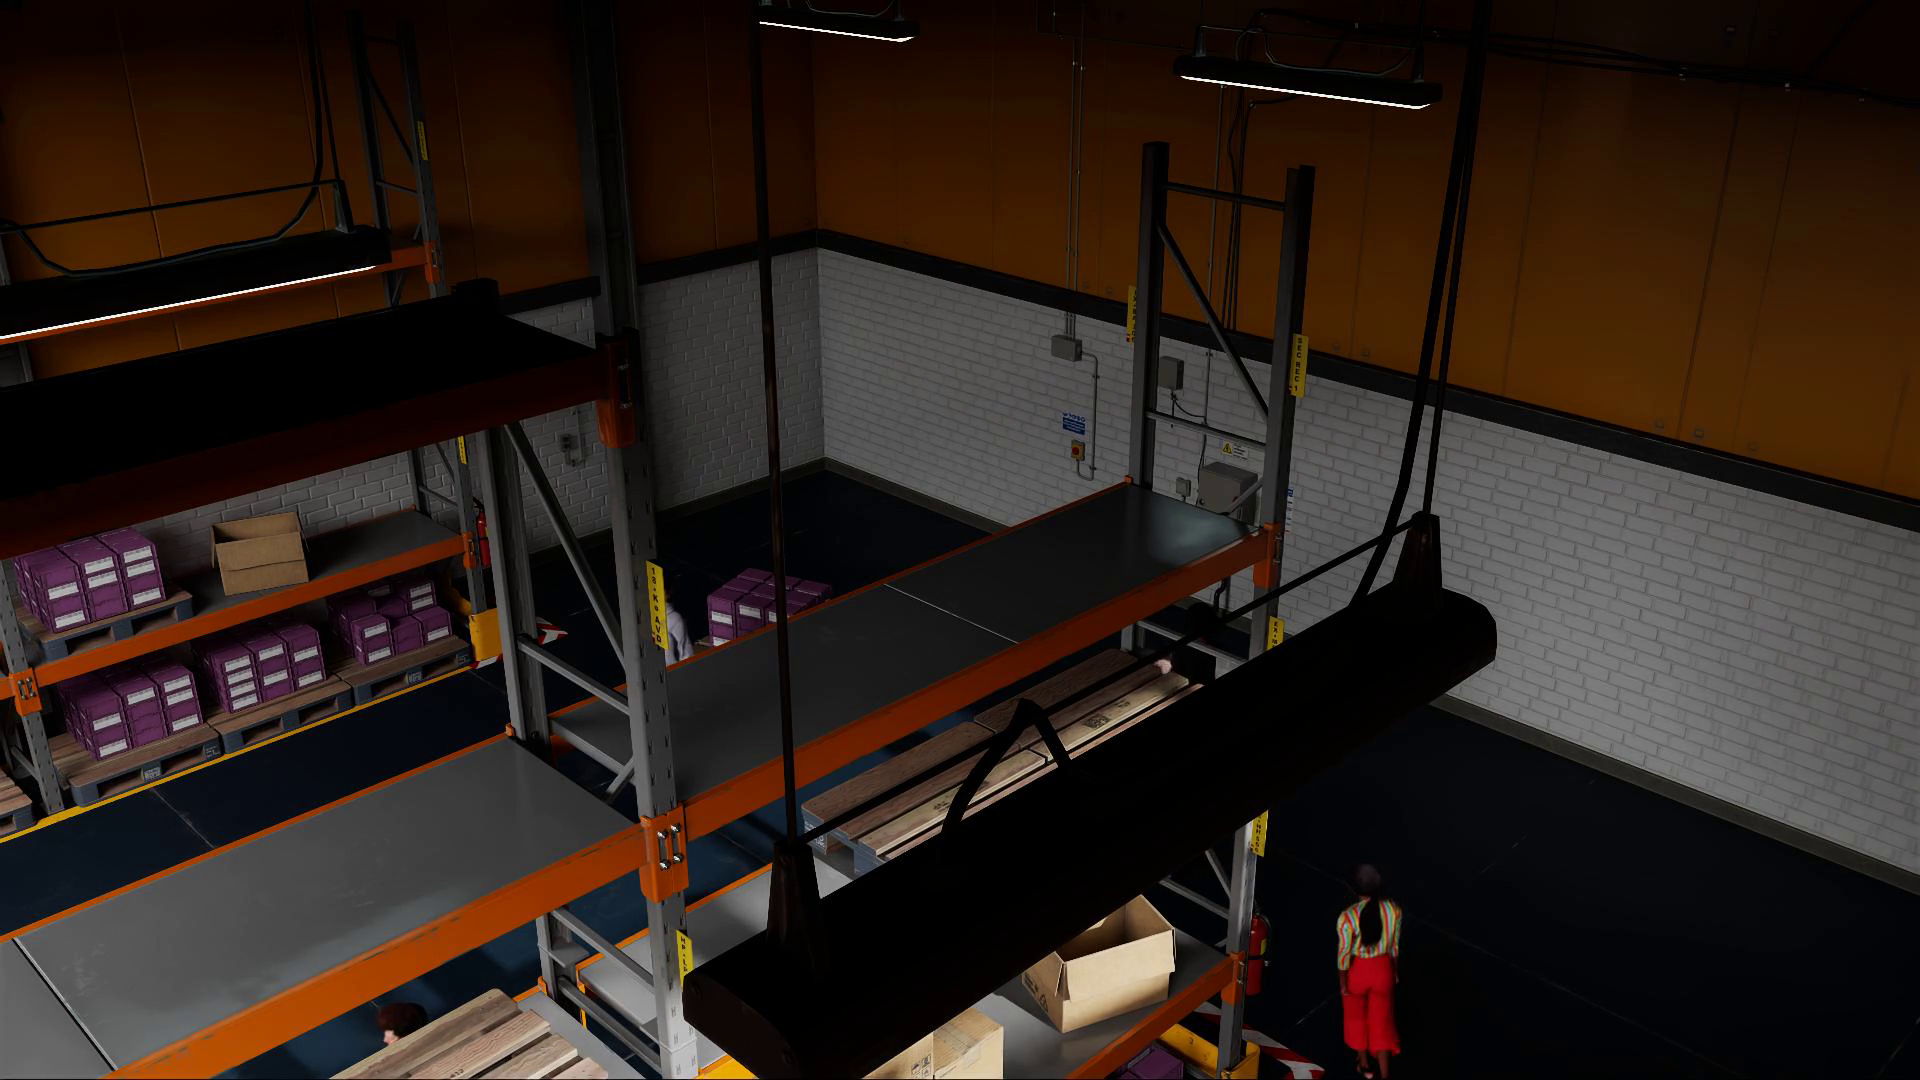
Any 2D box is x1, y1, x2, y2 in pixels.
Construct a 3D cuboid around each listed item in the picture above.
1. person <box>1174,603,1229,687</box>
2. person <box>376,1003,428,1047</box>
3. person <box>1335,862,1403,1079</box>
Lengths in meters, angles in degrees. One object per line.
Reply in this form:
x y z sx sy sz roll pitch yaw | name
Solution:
1.963 1.346 13.644 0.687 1.781 0.781 -4 24 -10 | person
-2.876 3.283 9.090 0.711 1.879 0.741 -14 27 -28 | person
2.540 2.814 10.322 0.984 1.751 1.008 -1 24 -2 | person
